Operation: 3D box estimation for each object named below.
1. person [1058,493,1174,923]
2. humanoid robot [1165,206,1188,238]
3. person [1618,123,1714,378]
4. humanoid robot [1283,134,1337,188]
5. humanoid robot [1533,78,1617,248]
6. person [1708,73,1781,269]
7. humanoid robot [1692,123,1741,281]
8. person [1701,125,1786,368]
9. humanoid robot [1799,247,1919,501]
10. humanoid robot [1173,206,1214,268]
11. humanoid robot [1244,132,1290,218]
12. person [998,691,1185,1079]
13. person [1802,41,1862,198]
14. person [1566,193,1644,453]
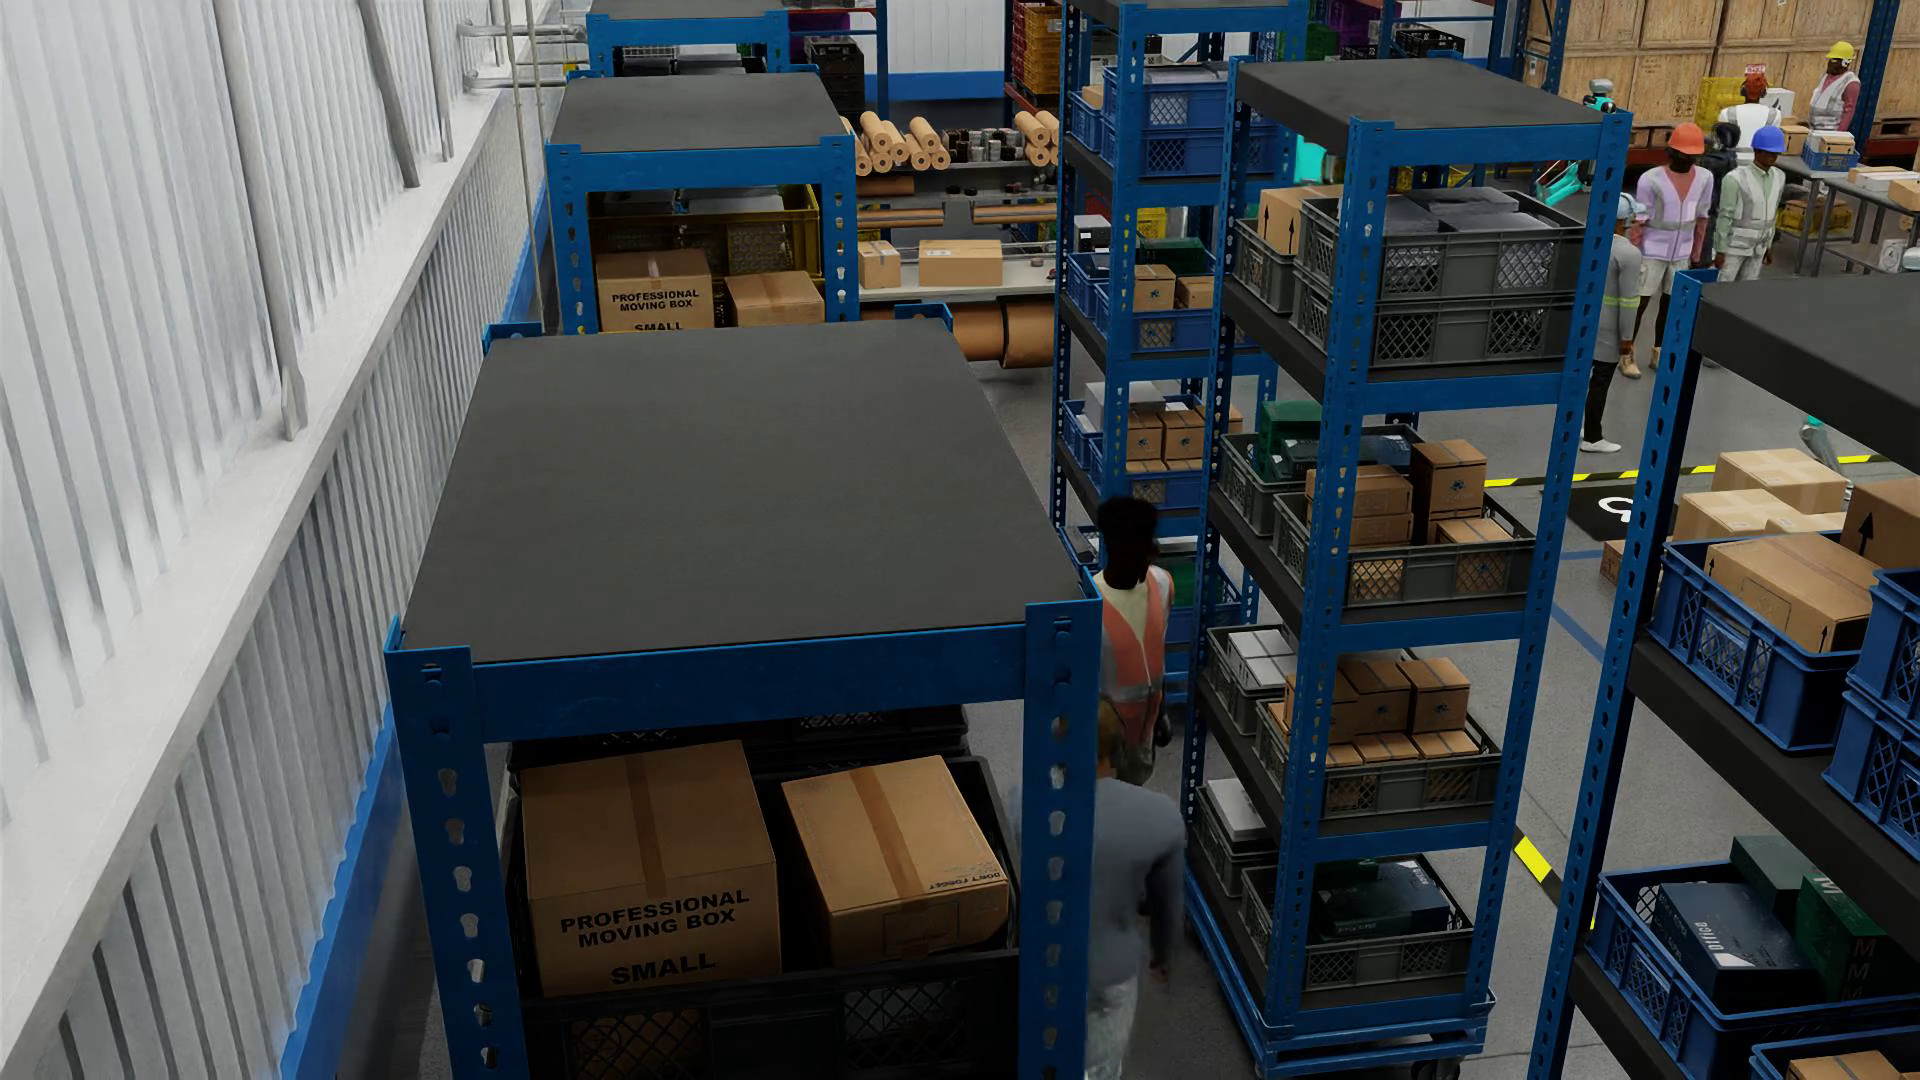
[{"bbox_3d":[0.625,0.729,6.682,0.605,1.967,0.368,-20,31,-36],"label":"person"},{"bbox_3d":[2.252,-3.872,17.058,0.549,1.854,0.861,0,25,0],"label":"humanoid robot"},{"bbox_3d":[5.578,-2.264,13.115,0.601,2.035,0.399,-2,25,-3],"label":"person"},{"bbox_3d":[3.087,-2.854,14.736,0.559,1.735,1.009,-3,25,-6],"label":"humanoid robot"},{"bbox_3d":[5.984,-3.685,16.434,0.737,1.690,0.530,-2,25,-4],"label":"humanoid robot"},{"bbox_3d":[7.532,-3.544,16.071,0.572,1.883,0.354,5,25,11],"label":"person"},{"bbox_3d":[6.772,-2.947,15.026,0.595,1.647,0.351,-21,32,-38],"label":"humanoid robot"},{"bbox_3d":[6.325,-2.365,13.429,0.601,1.949,0.389,-9,26,-19],"label":"person"},{"bbox_3d":[5.799,-1.097,10.764,0.735,1.677,0.533,15,28,29],"label":"humanoid robot"},{"bbox_3d":[2.273,-3.490,16.237,0.624,1.638,0.588,21,32,38],"label":"humanoid robot"},{"bbox_3d":[2.915,-3.557,16.361,0.541,1.799,0.970,-10,26,-20],"label":"humanoid robot"},{"bbox_3d":[0.389,1.347,5.441,0.659,1.881,0.973,3,25,6],"label":"person"},{"bbox_3d":[9.510,-4.527,18.278,0.403,1.823,0.587,-4,25,-9],"label":"person"},{"bbox_3d":[4.545,-1.527,11.723,0.370,1.852,0.588,-9,26,-18],"label":"person"}]
